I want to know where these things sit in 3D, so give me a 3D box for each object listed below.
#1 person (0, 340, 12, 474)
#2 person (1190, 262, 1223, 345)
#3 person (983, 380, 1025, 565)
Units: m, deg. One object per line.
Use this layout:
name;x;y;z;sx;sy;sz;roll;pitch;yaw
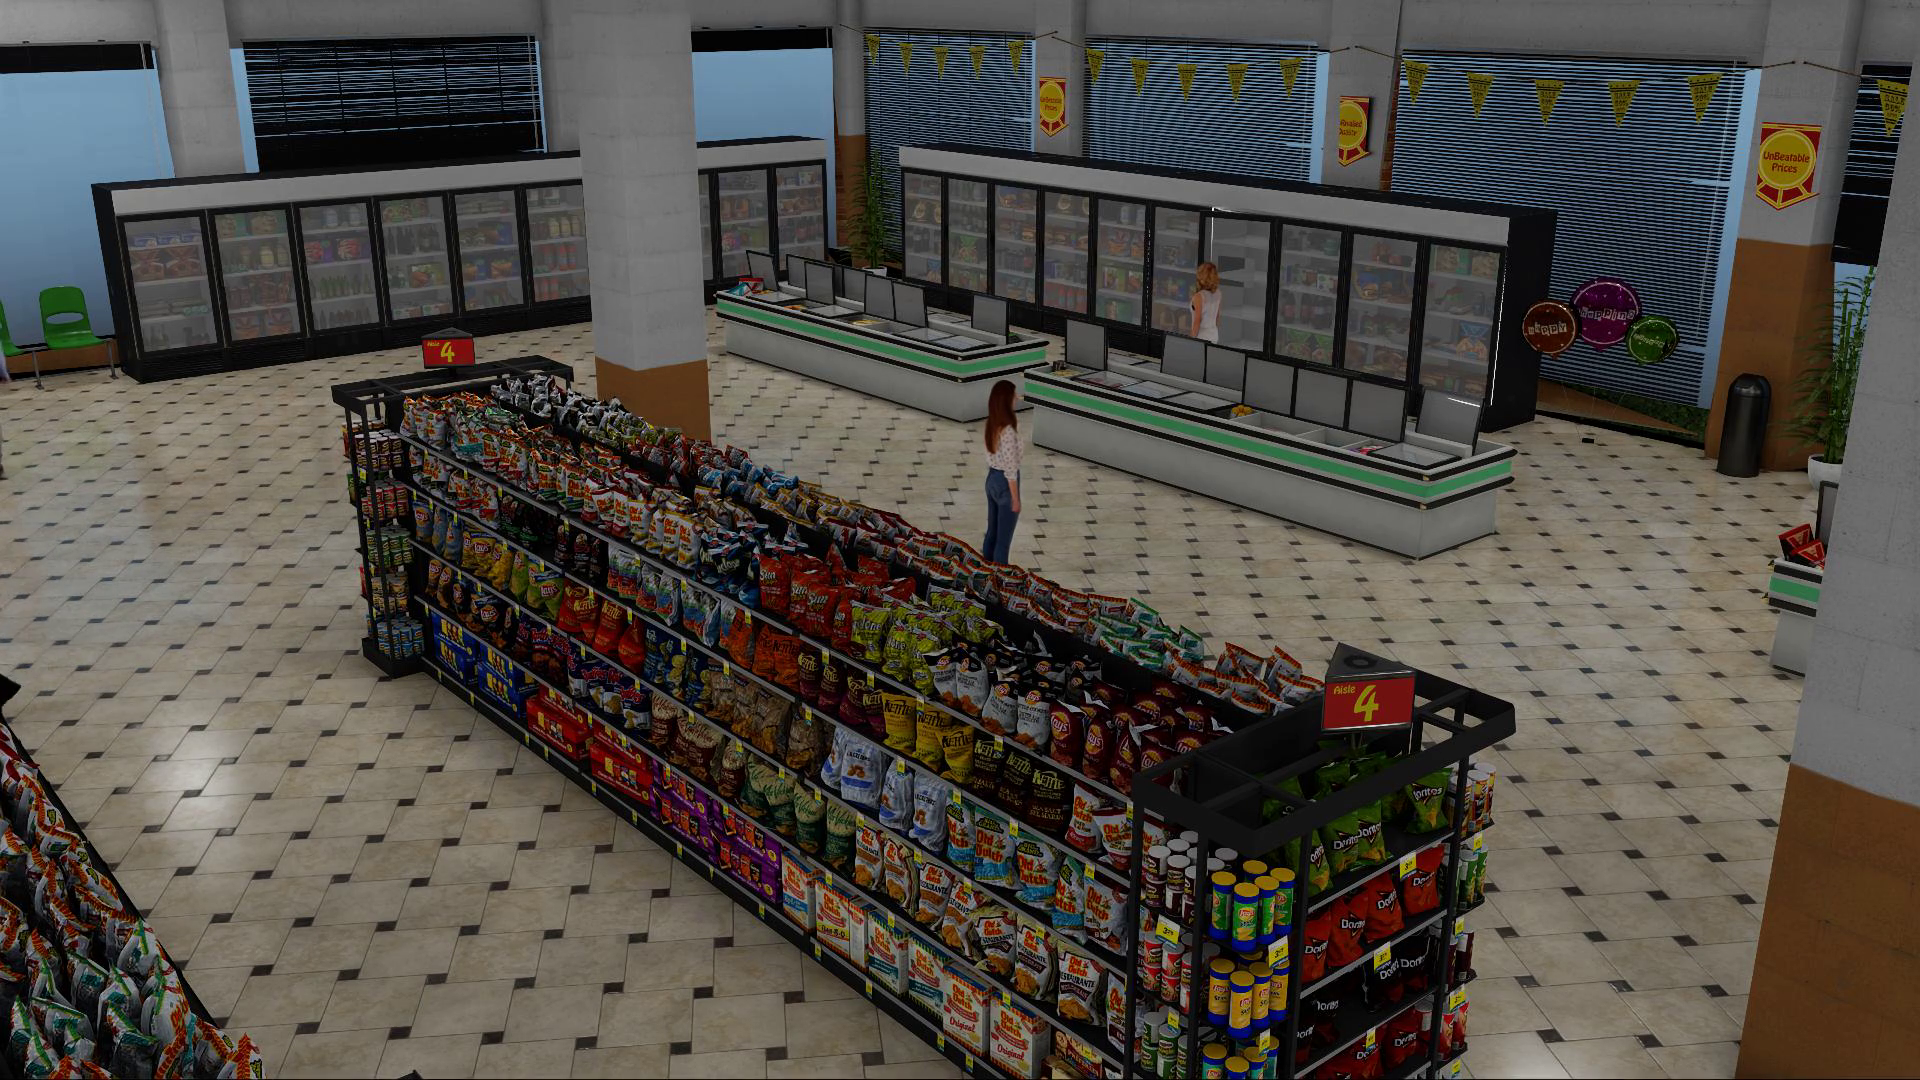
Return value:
person;-9.495;-1.522;16.070;0.828;1.868;0.998;-9;21;-24
person;2.742;-2.275;18.611;0.602;1.671;0.539;-17;25;-40
person;0.321;-0.395;12.947;0.696;1.727;0.552;-7;20;-19
